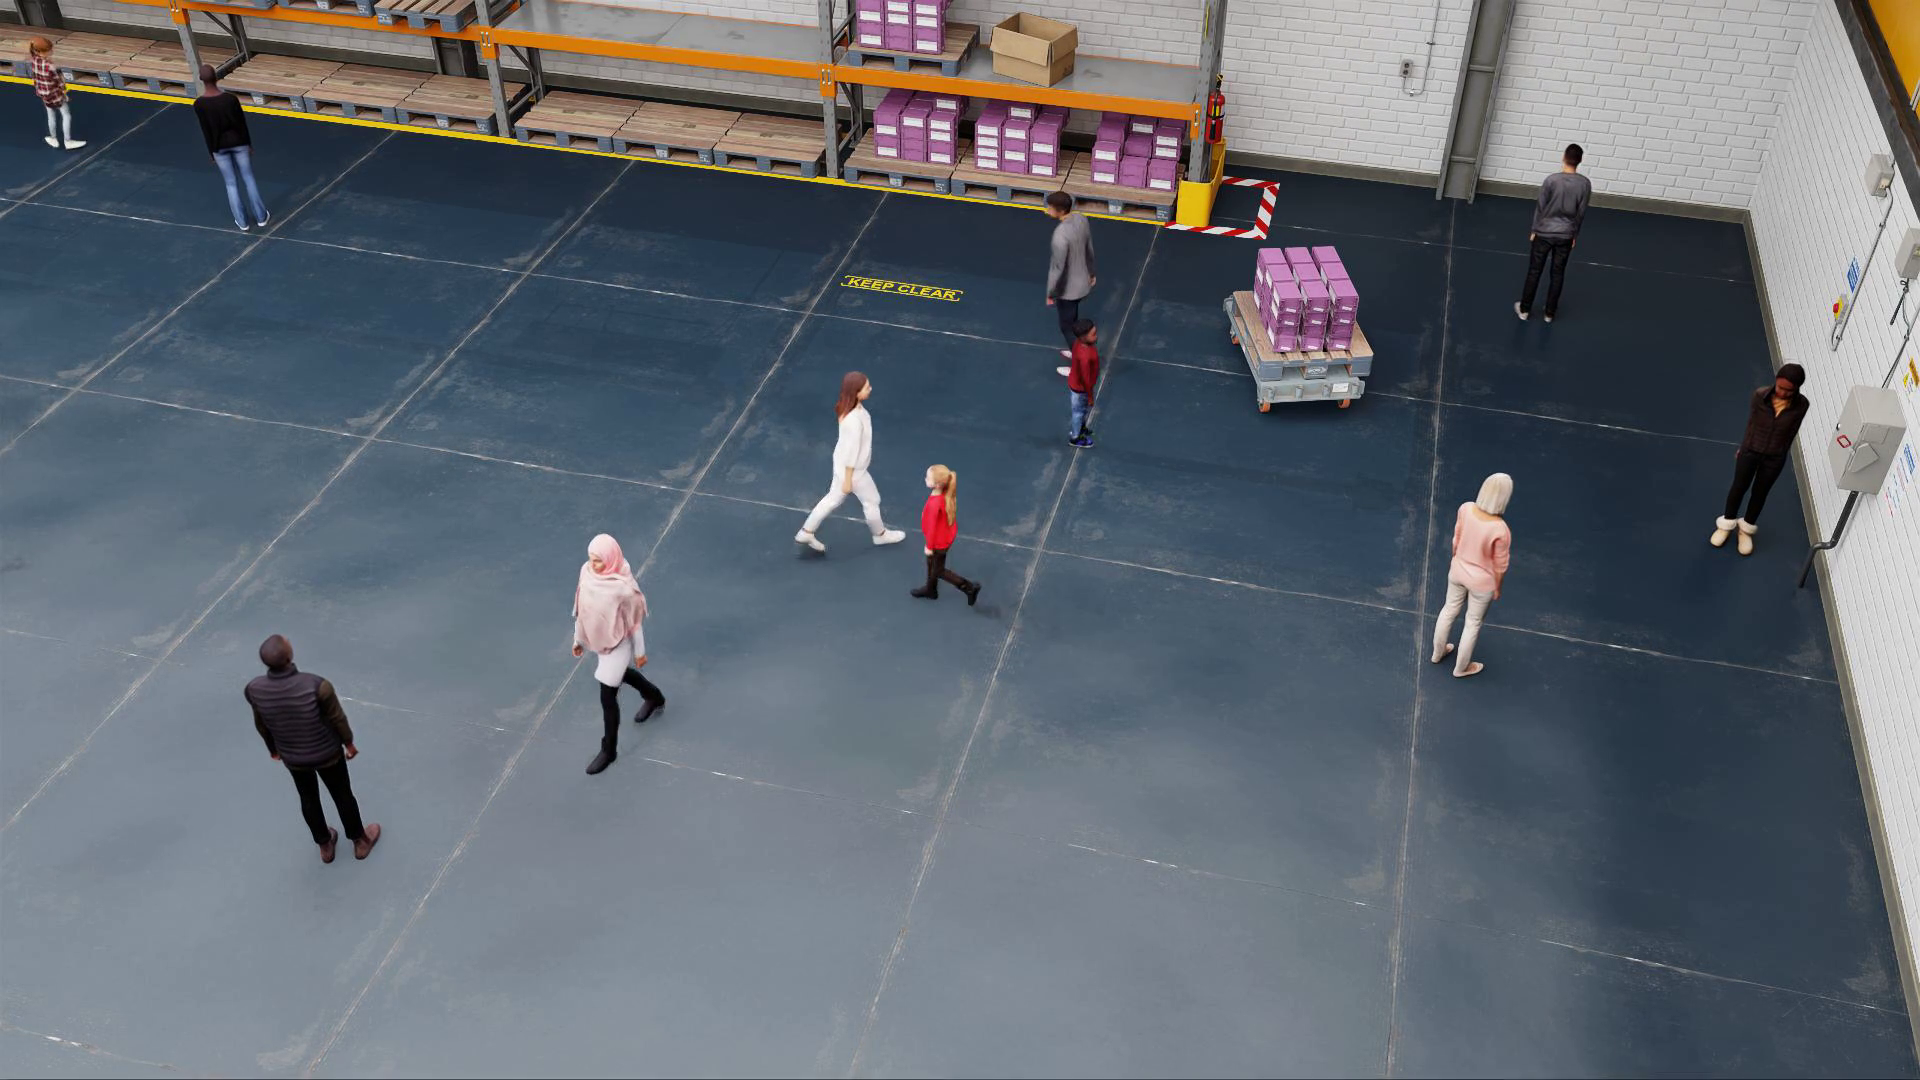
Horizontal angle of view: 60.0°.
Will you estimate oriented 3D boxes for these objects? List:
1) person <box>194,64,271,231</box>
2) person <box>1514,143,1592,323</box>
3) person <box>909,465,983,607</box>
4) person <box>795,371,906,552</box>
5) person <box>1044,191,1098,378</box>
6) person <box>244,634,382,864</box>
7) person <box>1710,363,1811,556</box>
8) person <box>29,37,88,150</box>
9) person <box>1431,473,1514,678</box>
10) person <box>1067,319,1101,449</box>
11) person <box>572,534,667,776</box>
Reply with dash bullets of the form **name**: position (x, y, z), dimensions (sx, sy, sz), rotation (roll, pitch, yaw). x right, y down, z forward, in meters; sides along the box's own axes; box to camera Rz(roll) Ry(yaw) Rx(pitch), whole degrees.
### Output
- **person**: position (-7.497, -4.033, 17.078), dimensions (0.657, 1.750, 0.739), rotation (-15, 41, -18)
- **person**: position (5.587, -2.877, 15.624), dimensions (0.478, 1.759, 0.686), rotation (6, 39, 7)
- **person**: position (-0.108, -0.008, 12.421), dimensions (0.806, 1.273, 0.527), rotation (7, 39, 8)
- **person**: position (-0.917, -0.563, 12.807), dimensions (1.196, 1.657, 0.973), rotation (-10, 40, -12)
- **person**: position (1.047, -2.246, 14.779), dimensions (0.744, 1.827, 0.771), rotation (26, 45, 28)
- **person**: position (-4.035, 1.305, 10.326), dimensions (0.628, 1.835, 0.816), rotation (-2, 39, -2)
- **person**: position (6.260, -0.687, 12.960), dimensions (0.588, 1.660, 0.662), rotation (-6, 39, -8)
- **person**: position (-10.245, -5.020, 18.686), dimensions (0.482, 1.286, 0.761), rotation (9, 39, 11)
- **person**: position (3.633, 0.237, 11.751), dimensions (0.745, 1.725, 0.658), rotation (-26, 45, -28)
- **person**: position (0.979, -1.329, 14.093), dimensions (0.571, 1.251, 0.574), rotation (-2, 39, -3)
- **person**: position (-2.293, 0.655, 11.192), dimensions (1.088, 1.770, 0.978), rotation (27, 46, 30)
